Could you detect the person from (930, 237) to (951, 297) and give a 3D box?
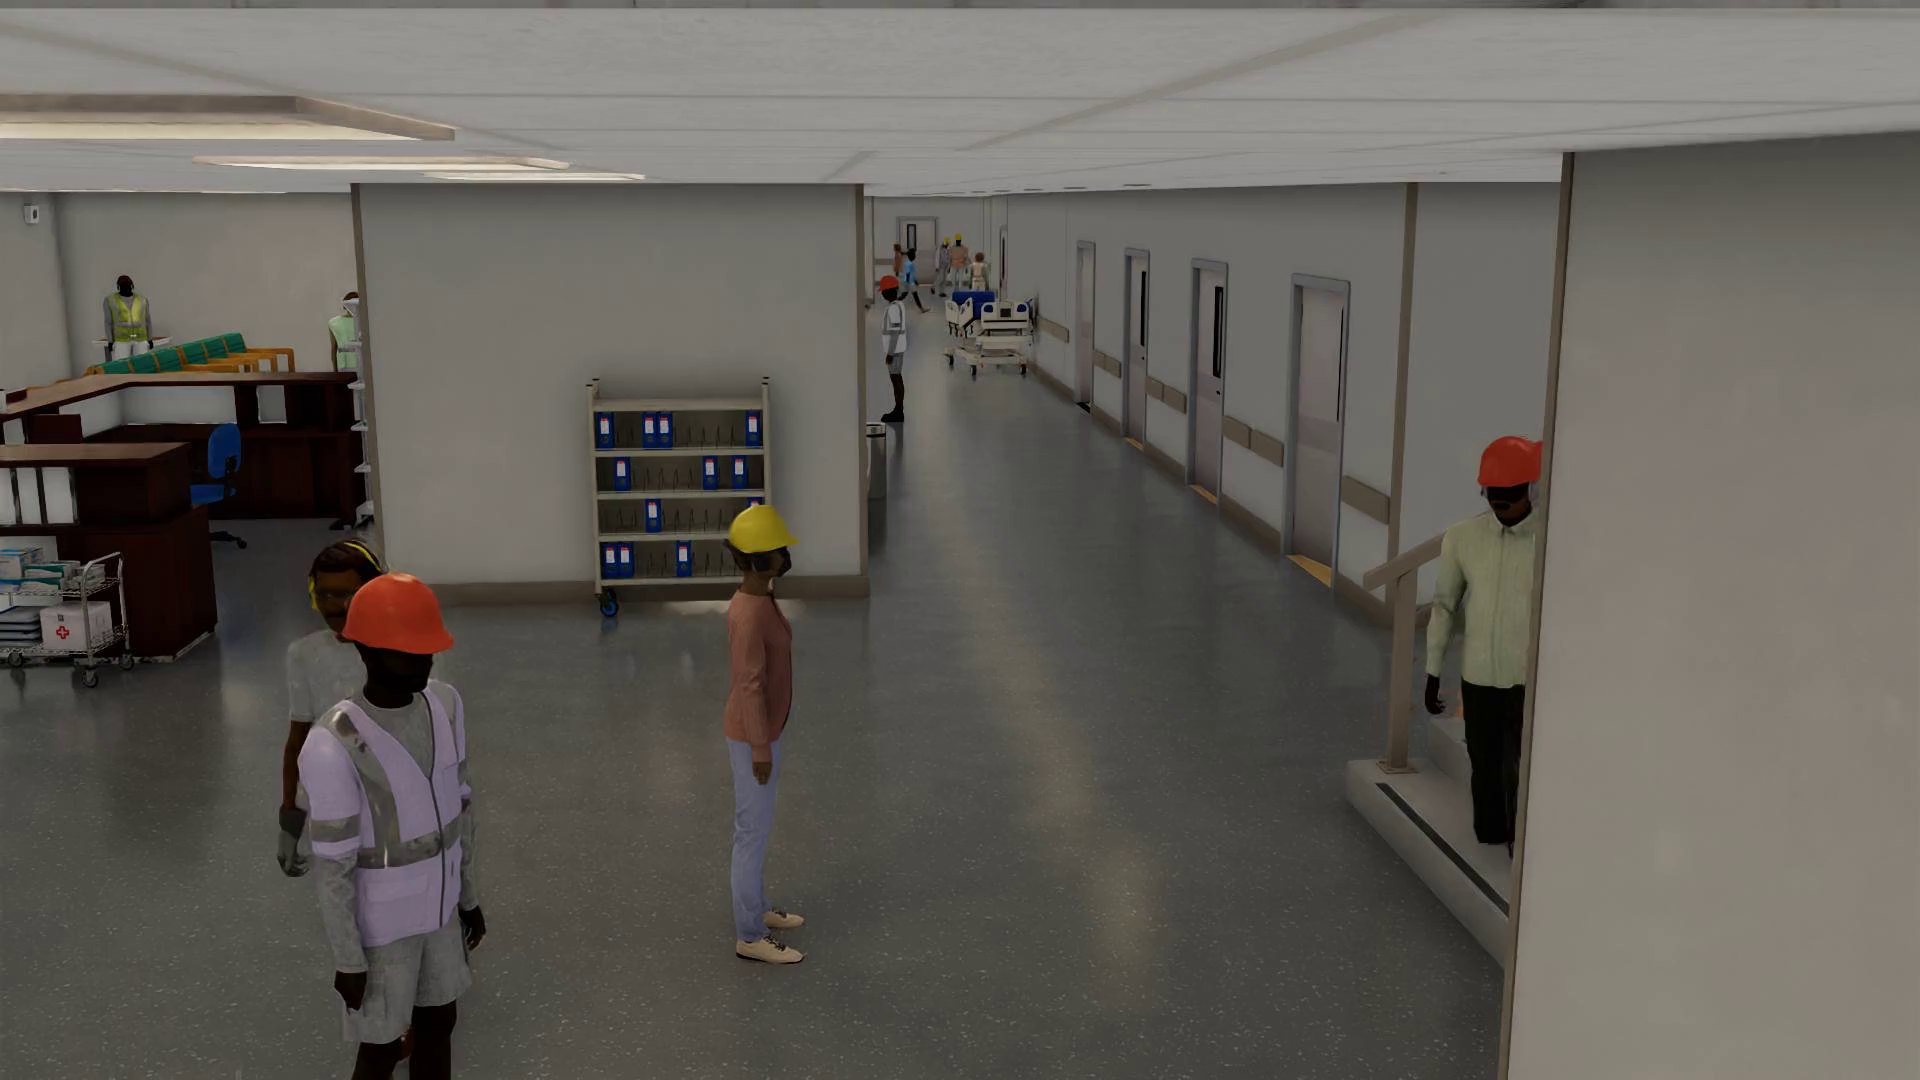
[{"bbox_3d":[-0.562,-8.270,50.414,0.534,1.782,0.627,7,14,32],"label":"person"}]

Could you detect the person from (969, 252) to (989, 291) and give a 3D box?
[{"bbox_3d":[0.456,-6.316,41.250,0.534,1.625,0.452,4,12,21],"label":"person"}]

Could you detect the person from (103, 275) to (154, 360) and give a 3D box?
[{"bbox_3d":[-11.970,-2.893,23.988,0.633,1.841,0.429,-9,15,-38],"label":"person"}]

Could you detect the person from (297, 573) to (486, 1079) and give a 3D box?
[{"bbox_3d":[-1.528,1.030,4.620,0.389,1.929,0.539,5,13,23],"label":"person"}]

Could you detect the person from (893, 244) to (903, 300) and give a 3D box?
[{"bbox_3d":[-1.806,-7.815,48.531,0.314,1.640,0.516,0,12,2],"label":"person"}]

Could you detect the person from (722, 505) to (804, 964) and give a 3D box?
[{"bbox_3d":[-0.760,0.739,6.421,0.305,1.772,0.525,-1,12,-3],"label":"person"}]

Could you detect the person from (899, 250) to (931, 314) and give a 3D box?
[{"bbox_3d":[-1.221,-6.623,42.714,0.904,1.632,0.537,-1,12,-4],"label":"person"}]

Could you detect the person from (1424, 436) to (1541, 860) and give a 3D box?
[{"bbox_3d":[2.216,0.555,6.809,0.648,1.973,0.523,9,14,37],"label":"person"}]

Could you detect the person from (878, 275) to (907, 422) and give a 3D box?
[{"bbox_3d":[-0.898,-2.519,21.941,0.373,1.932,0.542,1,12,5],"label":"person"}]

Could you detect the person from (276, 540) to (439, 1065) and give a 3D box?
[{"bbox_3d":[-1.944,0.922,5.340,0.563,1.834,0.896,1,12,7],"label":"person"}]

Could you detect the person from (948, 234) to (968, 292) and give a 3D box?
[{"bbox_3d":[-0.057,-8.124,49.357,0.608,1.915,0.416,1,12,7],"label":"person"}]
